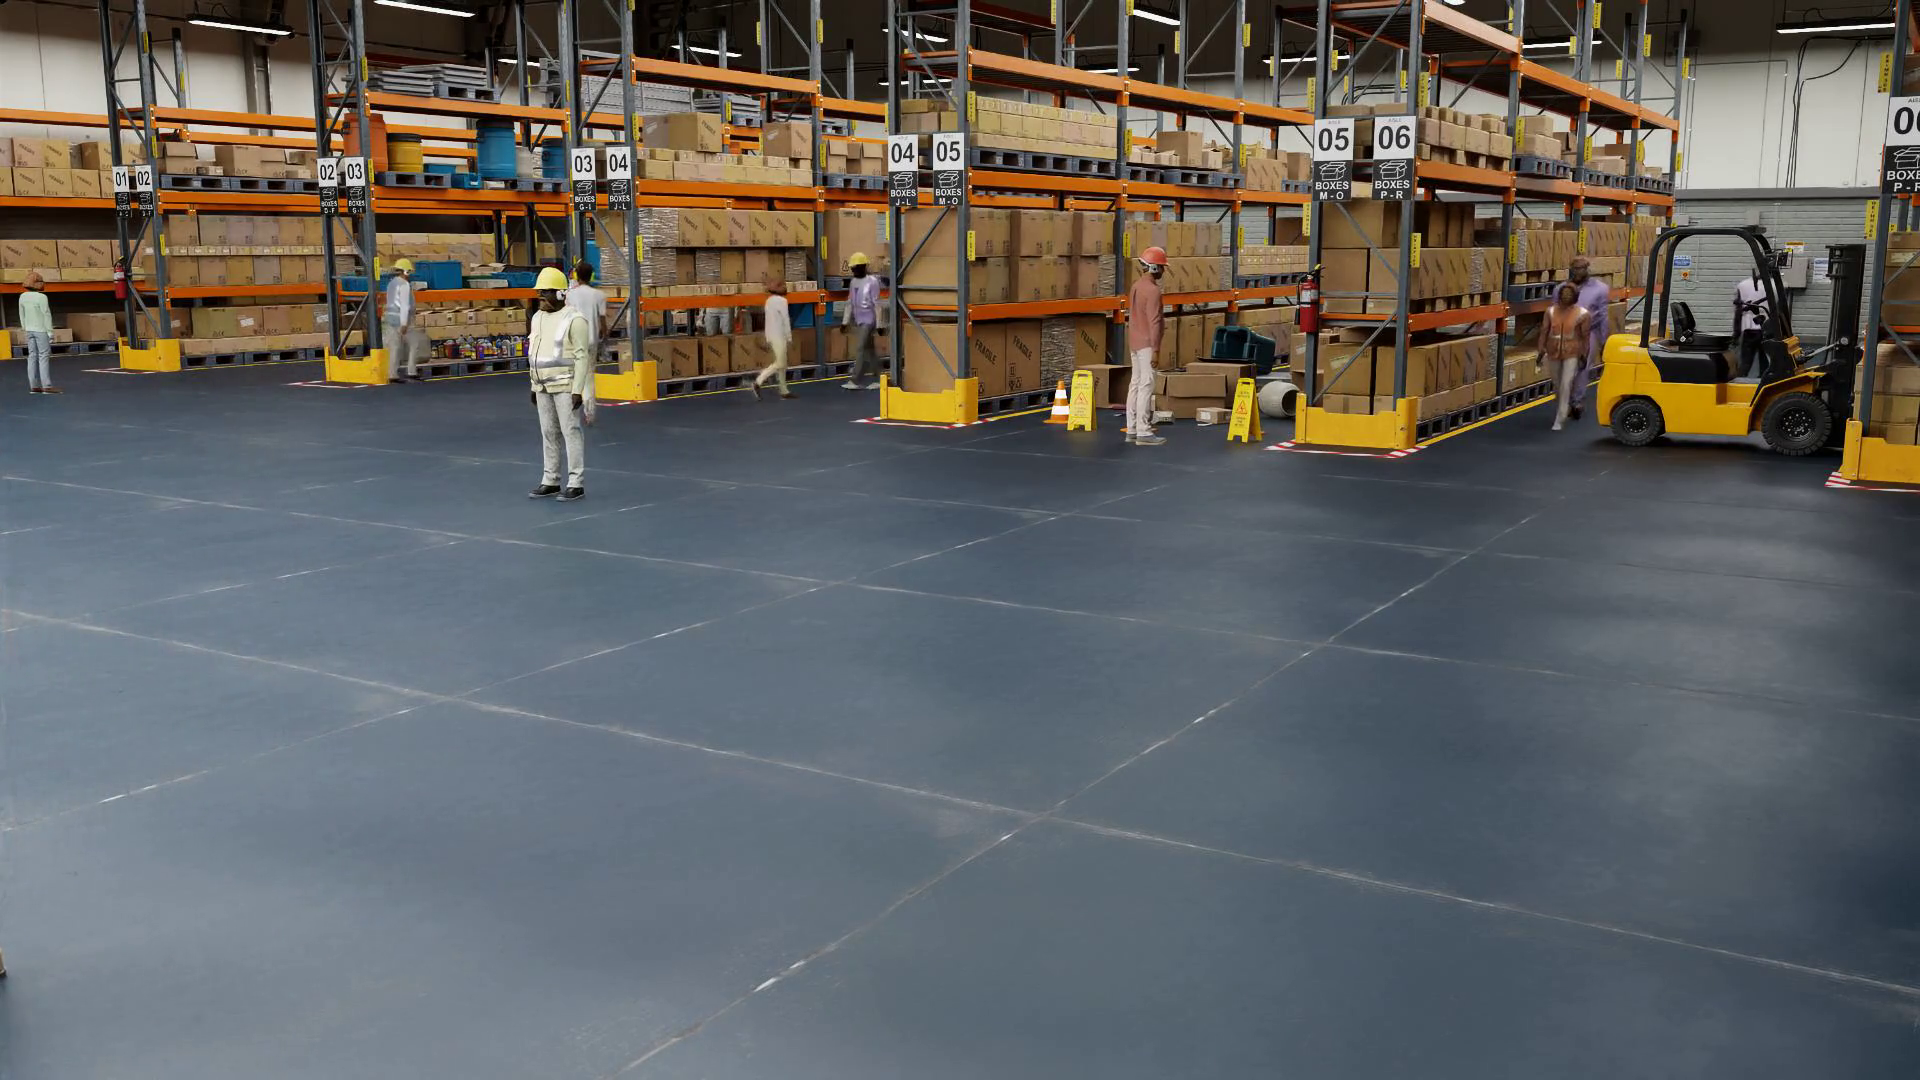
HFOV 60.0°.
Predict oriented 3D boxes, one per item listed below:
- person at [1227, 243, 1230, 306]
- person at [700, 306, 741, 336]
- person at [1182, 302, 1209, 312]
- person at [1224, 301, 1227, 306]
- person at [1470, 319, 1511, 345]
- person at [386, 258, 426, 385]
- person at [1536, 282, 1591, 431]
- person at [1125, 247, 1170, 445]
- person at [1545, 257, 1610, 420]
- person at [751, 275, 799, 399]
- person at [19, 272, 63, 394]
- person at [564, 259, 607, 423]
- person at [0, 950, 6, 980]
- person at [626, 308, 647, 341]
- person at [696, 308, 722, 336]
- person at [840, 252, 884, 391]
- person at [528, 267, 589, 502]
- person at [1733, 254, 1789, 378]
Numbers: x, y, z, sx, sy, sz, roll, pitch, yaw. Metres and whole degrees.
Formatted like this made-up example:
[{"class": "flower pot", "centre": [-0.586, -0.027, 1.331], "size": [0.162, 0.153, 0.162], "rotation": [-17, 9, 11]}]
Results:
[{"class": "person", "centre": [5.806, -5.336, 35.554], "size": [0.359, 2.047, 0.615], "rotation": [4, 11, 22]}, {"class": "person", "centre": [-3.647, -3.446, 25.305], "size": [0.628, 1.932, 0.361], "rotation": [0, 10, 3]}, {"class": "person", "centre": [4.233, -4.142, 30.109], "size": [0.525, 1.604, 0.800], "rotation": [1, 10, 6]}, {"class": "person", "centre": [5.994, -5.520, 36.899], "size": [0.362, 1.935, 0.553], "rotation": [8, 13, 37]}, {"class": "person", "centre": [10.601, -4.837, 33.299], "size": [0.964, 1.870, 0.658], "rotation": [8, 13, 38]}, {"class": "person", "centre": [-7.962, -3.128, 23.865], "size": [0.638, 1.799, 0.618], "rotation": [-10, 14, -43]}, {"class": "person", "centre": [6.626, -2.017, 18.212], "size": [0.515, 1.609, 0.814], "rotation": [7, 13, 36]}, {"class": "person", "centre": [1.903, -1.946, 16.746], "size": [0.402, 1.986, 0.608], "rotation": [-3, 10, -15]}, {"class": "person", "centre": [7.072, -2.316, 19.168], "size": [0.658, 1.856, 0.971], "rotation": [7, 12, 33]}, {"class": "person", "centre": [-2.400, -2.598, 21.426], "size": [0.649, 1.612, 0.515], "rotation": [-6, 12, -30]}, {"class": "person", "centre": [-12.431, -2.786, 22.434], "size": [0.508, 1.632, 0.270], "rotation": [4, 11, 21]}, {"class": "person", "centre": [-4.186, -2.200, 18.561], "size": [0.523, 1.848, 0.713], "rotation": [-5, 11, -28]}, {"class": "person", "centre": [-2.740, 0.421, 4.318], "size": [0.321, 1.688, 0.529], "rotation": [-3, 11, -15]}, {"class": "person", "centre": [-6.275, -4.504, 32.101], "size": [0.519, 1.600, 0.749], "rotation": [3, 11, 17]}, {"class": "person", "centre": [-4.144, -3.740, 27.007], "size": [0.570, 1.905, 0.875], "rotation": [6, 12, 30]}, {"class": "person", "centre": [-1.397, -2.991, 22.871], "size": [0.890, 1.885, 0.588], "rotation": [-6, 12, -31]}, {"class": "person", "centre": [-3.185, -1.221, 13.114], "size": [0.590, 1.833, 0.404], "rotation": [7, 12, 34]}, {"class": "person", "centre": [9.825, -2.568, 20.463], "size": [0.598, 1.904, 0.584], "rotation": [8, 13, 36]}]
